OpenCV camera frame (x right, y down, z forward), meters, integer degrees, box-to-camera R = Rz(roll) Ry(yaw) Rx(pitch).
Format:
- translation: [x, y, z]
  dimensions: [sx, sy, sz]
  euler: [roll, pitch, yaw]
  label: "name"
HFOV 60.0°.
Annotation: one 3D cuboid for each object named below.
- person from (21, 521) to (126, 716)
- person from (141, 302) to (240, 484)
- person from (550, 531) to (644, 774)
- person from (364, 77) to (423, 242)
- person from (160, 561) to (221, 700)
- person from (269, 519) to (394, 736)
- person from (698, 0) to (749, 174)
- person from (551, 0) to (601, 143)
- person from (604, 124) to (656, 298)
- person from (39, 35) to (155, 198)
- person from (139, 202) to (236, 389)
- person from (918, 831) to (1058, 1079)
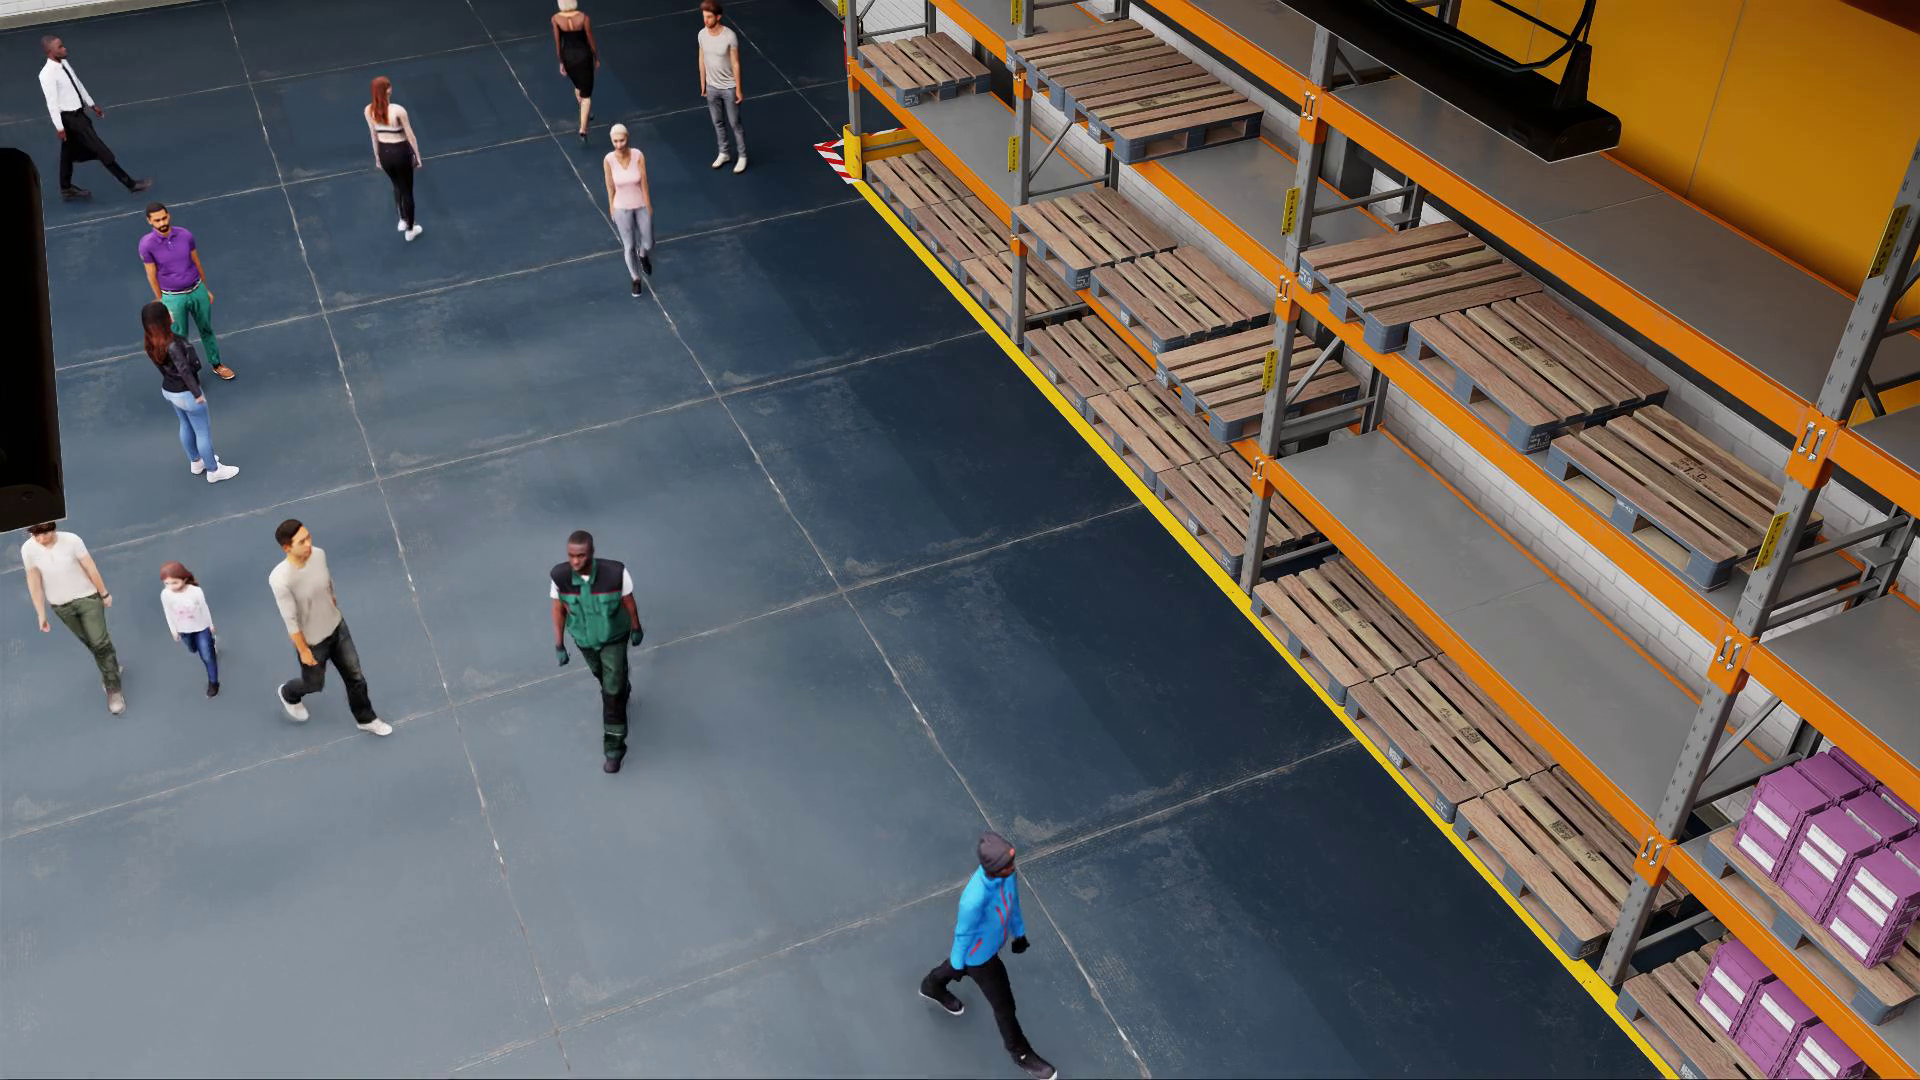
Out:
- translation: [-6.151, 0.375, 11.581]
  dimensions: [0.698, 1.635, 0.904]
  euler: [-6, 39, -8]
  label: "person"
- translation: [-6.338, -1.217, 13.576]
  dimensions: [0.652, 1.634, 0.779]
  euler: [27, 46, 29]
  label: "person"
- translation: [-2.399, 0.601, 11.180]
  dimensions: [1.056, 1.782, 1.275]
  euler: [2, 39, 2]
  label: "person"
- translation: [-5.701, -3.782, 16.707]
  dimensions: [0.725, 1.733, 0.769]
  euler: [4, 39, 5]
  label: "person"
- translation: [-5.421, 0.562, 11.780]
  dimensions: [0.589, 1.095, 0.811]
  euler: [-3, 39, -4]
  label: "person"
- translation: [-4.388, 0.609, 11.165]
  dimensions: [1.160, 1.788, 1.061]
  euler: [15, 41, 18]
  label: "person"
- translation: [-2.566, -4.936, 18.029]
  dimensions: [0.732, 1.887, 0.803]
  euler: [15, 41, 18]
  label: "person"
- translation: [-4.281, -5.295, 18.618]
  dimensions: [0.938, 1.713, 1.140]
  euler: [4, 39, 5]
  label: "person"
- translation: [-3.173, -3.229, 16.029]
  dimensions: [0.641, 1.716, 0.791]
  euler: [-9, 39, -11]
  label: "person"
- translation: [-9.377, -4.379, 17.418]
  dimensions: [0.979, 1.778, 1.262]
  euler: [-5, 39, -6]
  label: "person"
- translation: [-6.858, -2.175, 14.669]
  dimensions: [0.681, 1.766, 0.655]
  euler: [-29, 47, -31]
  label: "person"
- translation: [0.047, 2.204, 9.201]
  dimensions: [1.250, 1.747, 1.080]
  euler: [19, 42, 22]
  label: "person"
